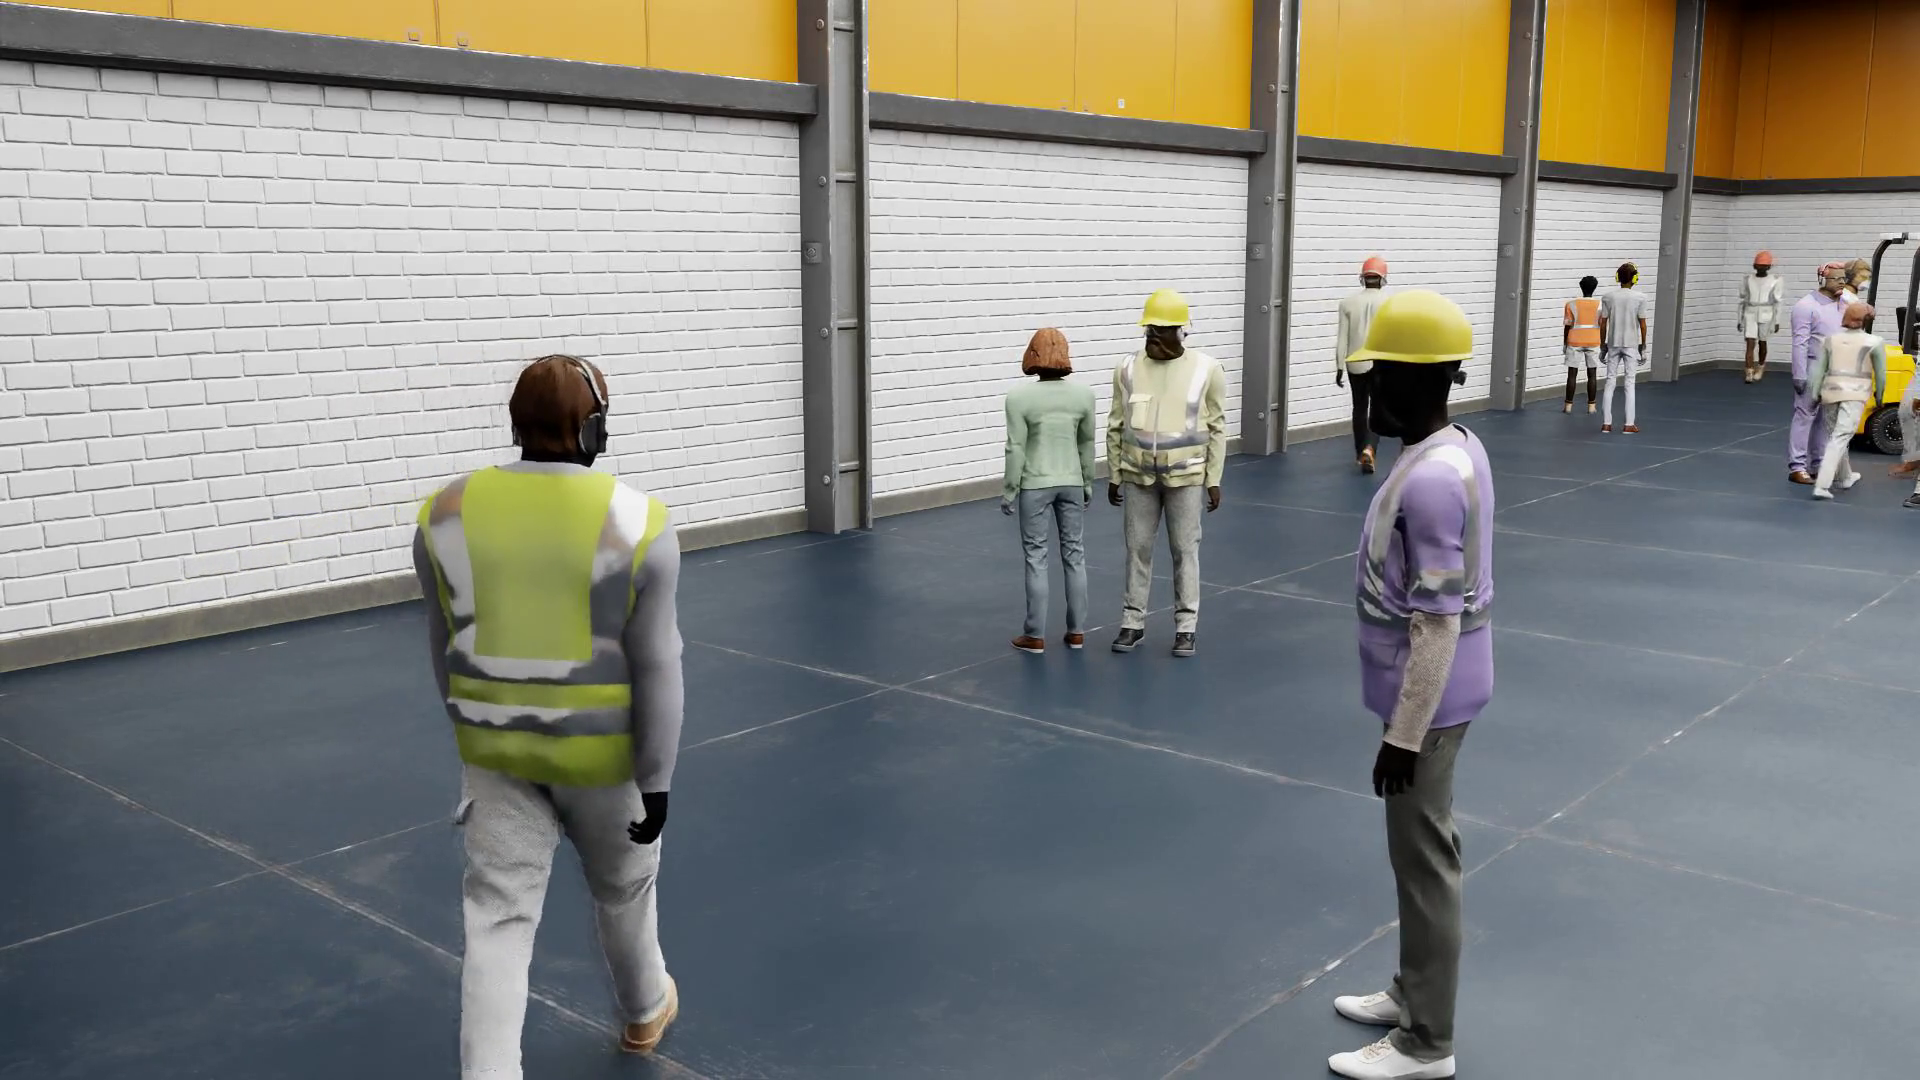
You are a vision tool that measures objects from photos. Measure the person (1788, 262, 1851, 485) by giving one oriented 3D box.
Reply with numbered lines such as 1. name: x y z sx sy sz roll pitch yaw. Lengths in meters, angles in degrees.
1. person: 7.453 -1.434 14.350 0.645 1.908 0.408 -5 11 -24

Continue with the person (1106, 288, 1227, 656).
1. person: 1.013 -0.329 8.277 0.597 1.828 0.403 4 11 20

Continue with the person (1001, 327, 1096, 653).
1. person: 0.447 -0.247 8.366 0.498 1.634 0.278 -4 11 -20

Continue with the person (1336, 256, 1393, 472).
1. person: 3.755 -1.610 15.222 0.633 1.963 0.959 4 11 21

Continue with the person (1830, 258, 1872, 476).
1. person: 7.861 -1.532 14.827 0.352 1.933 0.635 5 11 28

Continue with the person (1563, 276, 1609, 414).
1. person: 7.667 -2.391 20.417 0.532 1.691 0.318 2 10 13

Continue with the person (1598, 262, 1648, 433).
1. person: 7.279 -2.101 18.254 0.513 1.872 0.328 7 12 34

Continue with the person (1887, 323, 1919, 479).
1. person: 8.402 -1.441 14.357 0.644 1.913 0.624 -2 10 -10

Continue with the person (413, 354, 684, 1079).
1. person: -0.924 0.470 3.842 0.620 1.797 0.964 0 10 2

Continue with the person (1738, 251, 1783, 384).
1. person: 12.110 -3.377 25.203 0.613 1.991 1.100 5 11 29

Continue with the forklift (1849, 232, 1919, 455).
1. forklift: 9.955 -1.972 16.595 2.313 2.155 1.214 1 10 8

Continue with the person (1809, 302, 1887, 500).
1. person: 7.229 -1.131 13.529 0.901 1.587 0.503 -6 12 -32

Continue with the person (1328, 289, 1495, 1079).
1. person: 1.097 0.366 4.043 0.375 1.929 0.585 3 10 18

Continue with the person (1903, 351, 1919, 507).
1. person: 7.662 -1.135 12.856 0.404 1.832 0.598 -7 12 -34
